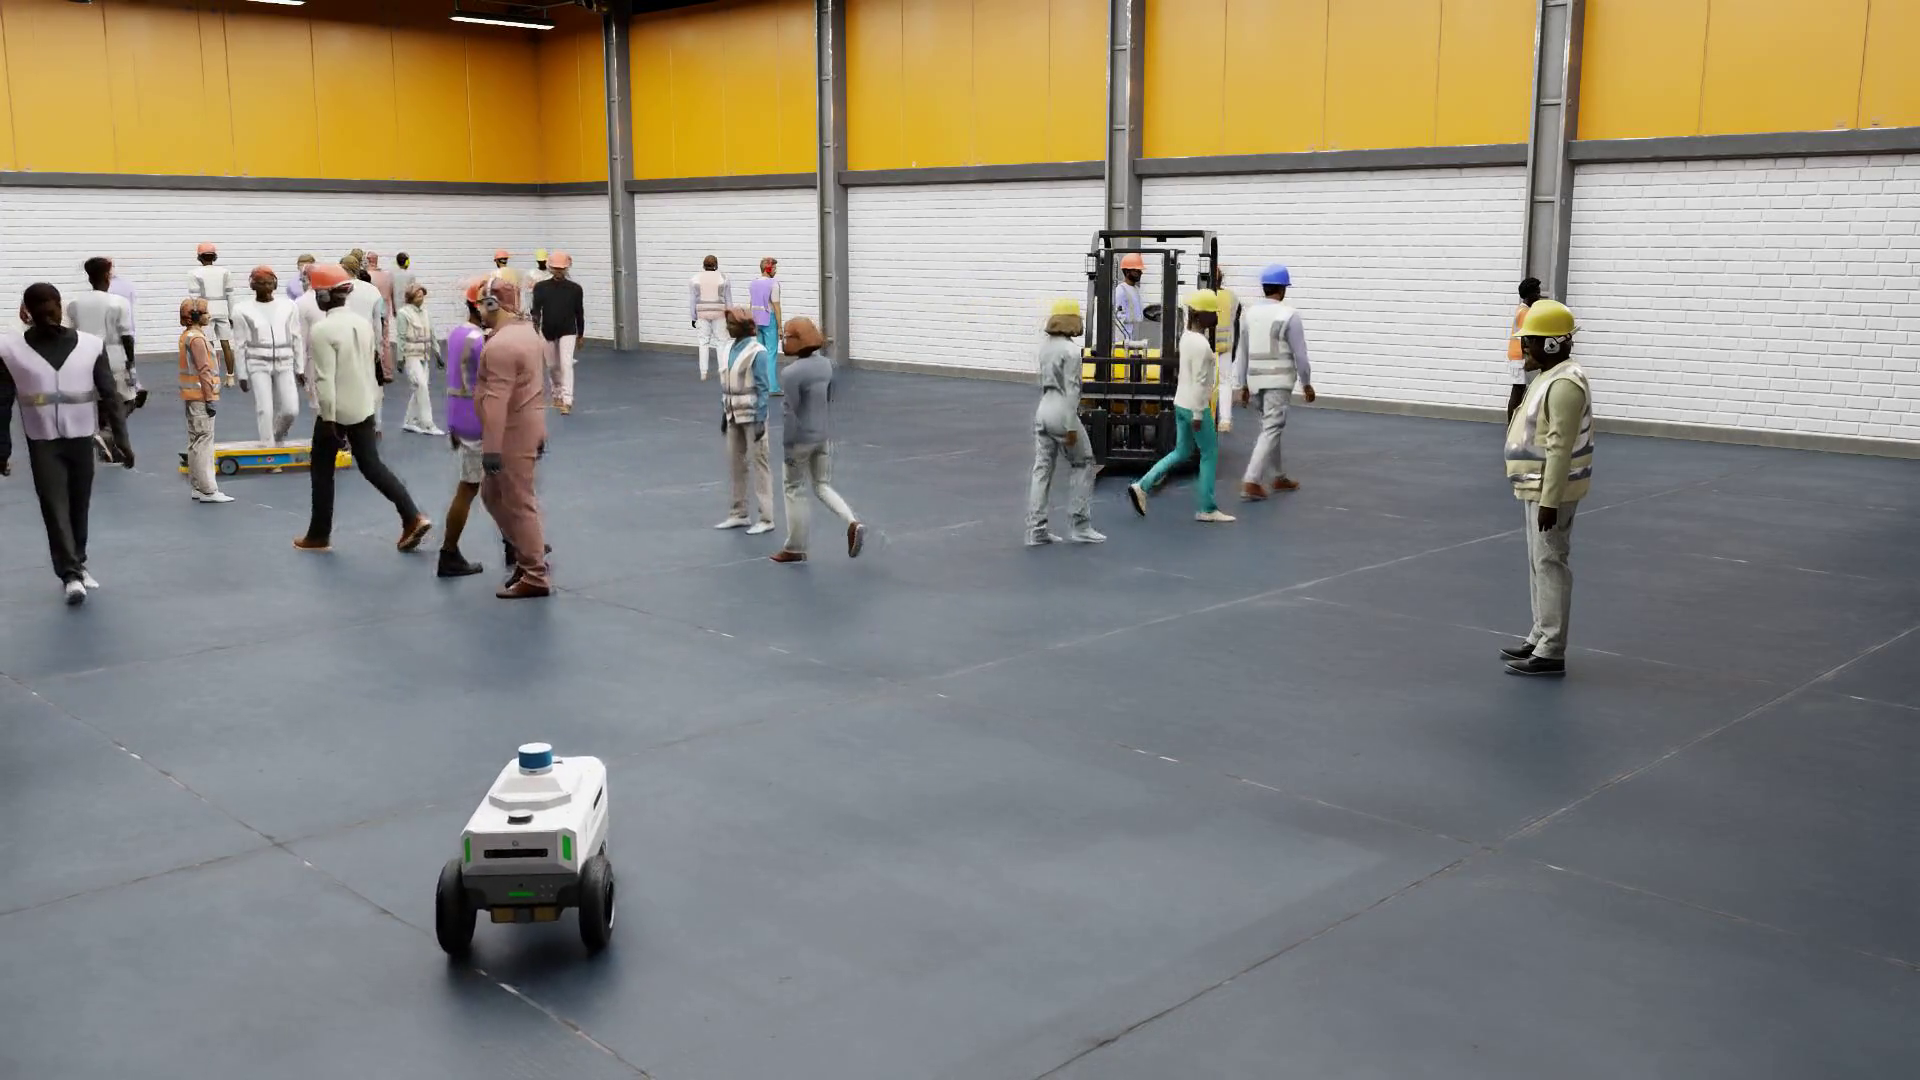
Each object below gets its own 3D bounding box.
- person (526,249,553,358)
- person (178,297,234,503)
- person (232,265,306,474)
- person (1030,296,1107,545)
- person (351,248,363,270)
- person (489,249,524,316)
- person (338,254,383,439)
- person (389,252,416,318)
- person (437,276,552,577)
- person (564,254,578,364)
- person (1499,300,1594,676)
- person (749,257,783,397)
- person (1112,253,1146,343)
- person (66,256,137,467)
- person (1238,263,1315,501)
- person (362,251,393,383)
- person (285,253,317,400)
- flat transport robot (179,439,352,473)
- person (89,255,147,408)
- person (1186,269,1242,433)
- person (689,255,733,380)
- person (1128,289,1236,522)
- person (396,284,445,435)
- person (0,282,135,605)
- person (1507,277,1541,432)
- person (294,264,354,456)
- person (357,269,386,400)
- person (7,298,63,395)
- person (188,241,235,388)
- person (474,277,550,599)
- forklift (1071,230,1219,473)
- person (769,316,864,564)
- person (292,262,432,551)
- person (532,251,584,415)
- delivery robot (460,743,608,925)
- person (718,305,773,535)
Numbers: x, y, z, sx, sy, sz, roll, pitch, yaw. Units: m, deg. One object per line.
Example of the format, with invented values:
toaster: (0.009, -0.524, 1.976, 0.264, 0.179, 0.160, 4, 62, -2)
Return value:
person: (-7.262, -4.137, 29.076, 0.606, 1.899, 0.579, -4, 11, -23)
person: (-6.076, -1.115, 13.319, 0.307, 1.641, 0.514, -8, 13, -36)
person: (-6.211, -1.534, 14.971, 0.595, 1.866, 0.467, -7, 13, -34)
person: (0.745, -0.823, 11.527, 0.671, 1.712, 0.488, -6, 12, -31)
person: (-8.796, -3.302, 24.430, 0.628, 1.940, 0.373, 0, 10, 2)
person: (-7.440, -3.790, 27.174, 0.695, 1.897, 0.565, 8, 13, 39)
person: (-6.275, -1.988, 17.262, 0.354, 1.937, 0.635, 7, 12, 33)
person: (-9.295, -3.882, 27.842, 0.511, 1.855, 0.418, 1, 10, 7)
person: (-2.927, -0.709, 10.451, 0.876, 1.874, 0.579, -7, 12, -32)
person: (-6.662, -3.832, 27.643, 0.529, 1.822, 0.531, 3, 11, 13)
person: (2.858, -0.252, 8.120, 0.403, 1.824, 0.593, 2, 11, 12)
person: (-2.573, -2.820, 22.075, 0.564, 1.837, 0.388, 9, 14, 42)
person: (1.890, -2.209, 18.468, 0.354, 1.939, 0.545, 5, 12, 27)
person: (-7.843, -1.609, 15.182, 0.597, 1.941, 0.626, 1, 10, 4)
person: (2.543, -1.282, 13.493, 0.863, 1.914, 0.608, -7, 13, -34)
person: (-8.420, -3.185, 23.878, 0.404, 1.906, 0.649, 3, 11, 14)
person: (-8.454, -2.791, 21.736, 0.649, 1.907, 0.706, 1, 10, 4)
flat transport robot: (-6.339, -0.776, 15.206, 1.431, 0.197, 0.652, -4, 11, -22)
person: (-10.165, -2.462, 19.964, 0.474, 1.891, 0.676, 2, 11, 13)
person: (2.749, -2.079, 18.176, 0.654, 1.795, 0.941, -3, 11, -14)
person: (-3.681, -3.296, 24.663, 0.634, 1.841, 0.429, 0, 10, -2)
person: (1.663, -0.989, 12.334, 0.725, 1.743, 0.519, -2, 11, -11)
person: (-5.805, -1.929, 17.820, 0.576, 1.619, 0.533, 3, 11, 15)
person: (-5.232, -0.566, 9.734, 0.675, 1.856, 0.993, -9, 14, -39)
person: (5.948, -1.919, 17.566, 0.320, 1.694, 0.532, 4, 11, 20)
person: (-6.041, -1.708, 15.920, 0.773, 1.869, 0.664, 4, 11, 22)
person: (-7.685, -2.646, 21.508, 0.541, 1.696, 0.315, 3, 11, 16)
person: (-8.583, -1.489, 15.509, 0.523, 1.576, 0.872, -4, 11, -20)
person: (-10.435, -3.129, 23.198, 0.380, 2.045, 0.605, 10, 14, 44)
person: (-2.646, -0.593, 9.795, 0.477, 1.879, 0.764, 0, 10, -2)
forklift: (1.804, -1.825, 15.677, 1.214, 2.155, 2.313, 2, 11, 13)
person: (-0.944, -0.632, 10.718, 0.609, 1.614, 0.512, 7, 12, 33)
person: (-4.057, -0.875, 11.159, 0.957, 1.963, 0.633, 3, 11, 16)
person: (-4.860, -2.523, 20.180, 0.604, 1.952, 1.033, -1, 10, -7)
delivery robot: (-1.311, 0.875, 5.172, 0.477, 0.478, 0.707, -1, 10, -4)
person: (-1.542, -0.862, 11.943, 0.310, 1.638, 0.522, -9, 14, -41)
